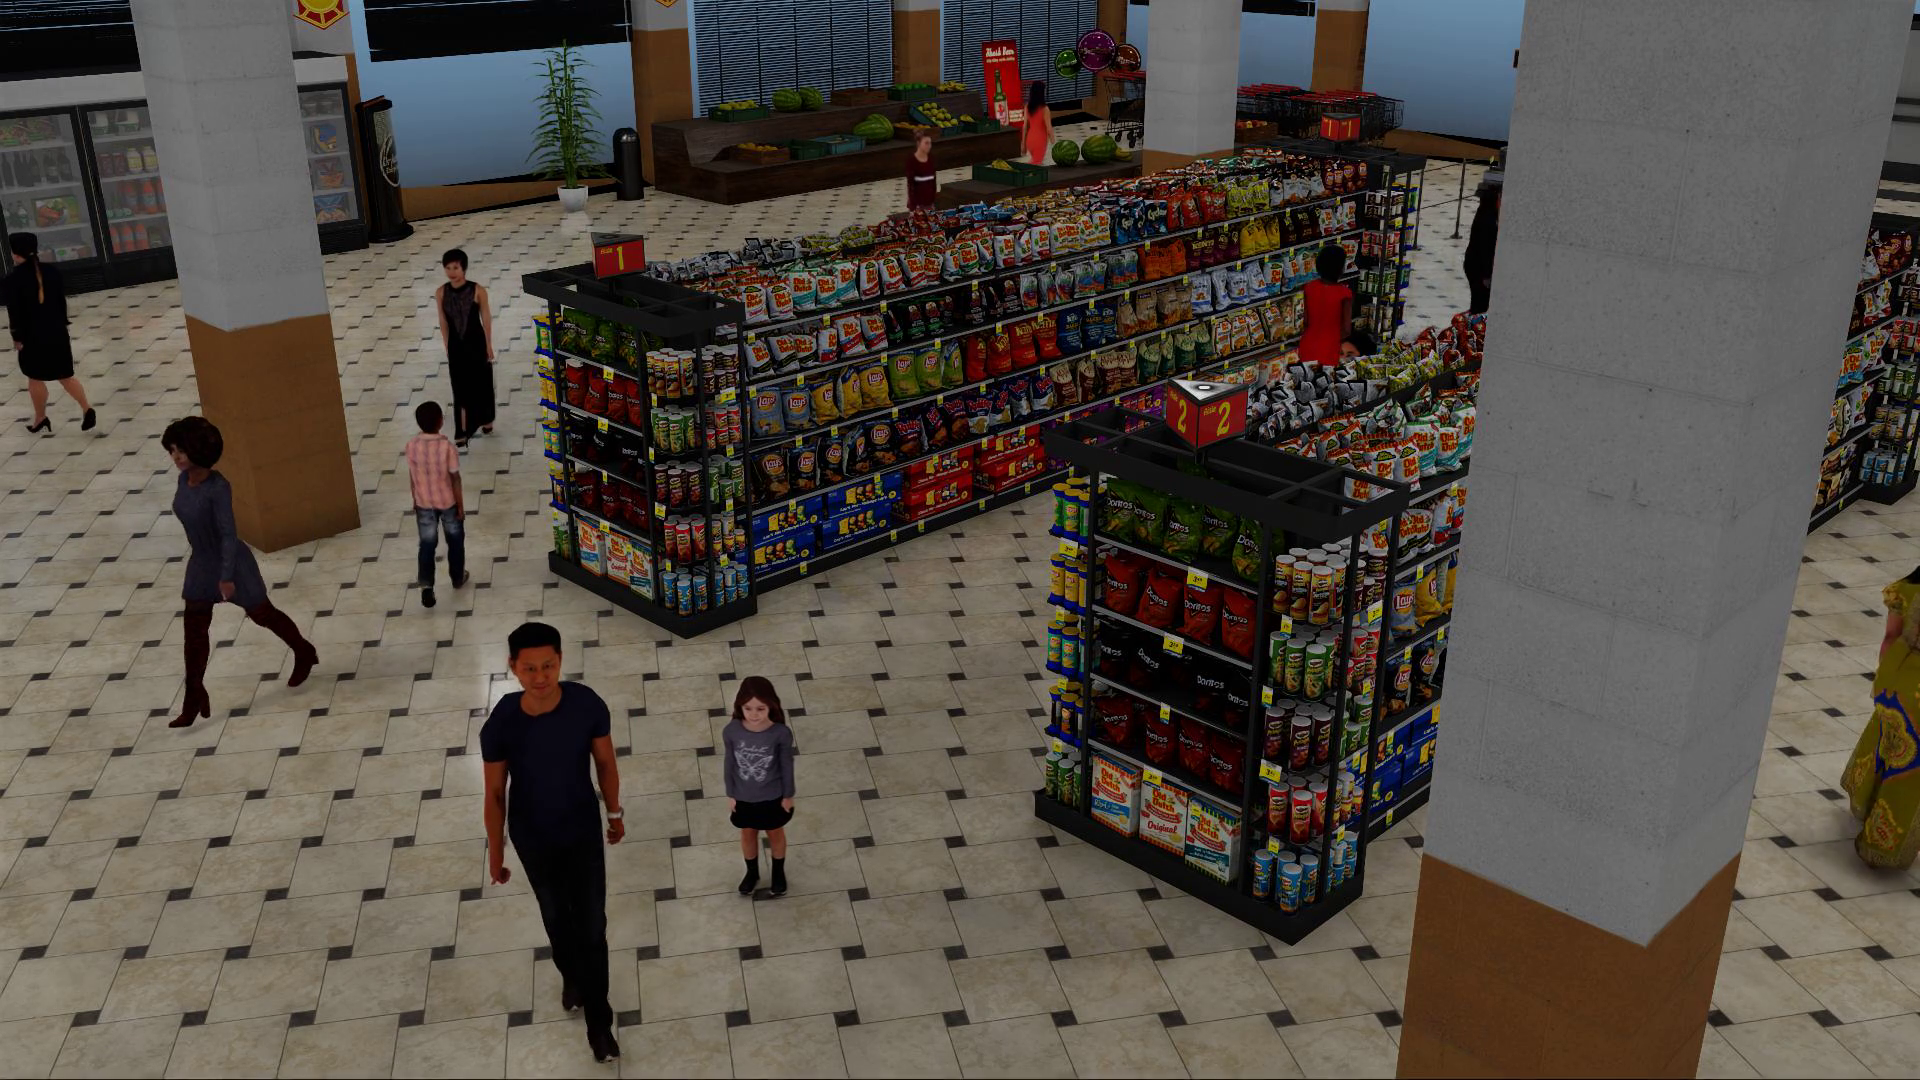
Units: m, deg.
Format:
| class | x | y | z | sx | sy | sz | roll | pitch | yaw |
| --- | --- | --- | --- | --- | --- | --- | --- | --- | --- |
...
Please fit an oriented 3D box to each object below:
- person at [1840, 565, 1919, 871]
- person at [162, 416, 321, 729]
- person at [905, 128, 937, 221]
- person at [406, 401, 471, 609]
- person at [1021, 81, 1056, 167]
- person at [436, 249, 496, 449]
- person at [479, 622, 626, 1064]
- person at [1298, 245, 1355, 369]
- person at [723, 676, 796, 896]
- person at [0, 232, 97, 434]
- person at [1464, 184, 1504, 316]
| class | x | y | z | sx | sy | sz | roll | pitch | yaw |
| --- | --- | --- | --- | --- | --- | --- | --- | --- | --- |
| person | 4.320 | 0.739 | 7.556 | 0.965 | 1.644 | 0.955 | -9 | 24 | -21 |
| person | -3.903 | 0.145 | 9.005 | 0.765 | 1.665 | 1.163 | 13 | 25 | 29 |
| person | -0.491 | -3.723 | 18.727 | 0.656 | 1.595 | 0.674 | -20 | 29 | -40 |
| person | -3.305 | -0.227 | 10.429 | 0.846 | 1.295 | 0.872 | -1 | 22 | -3 |
| person | 0.983 | -5.324 | 22.593 | 0.601 | 1.682 | 0.984 | 20 | 29 | 40 |
| person | -3.908 | -1.541 | 13.348 | 1.030 | 1.557 | 1.065 | -1 | 22 | -3 |
| person | -1.576 | 1.092 | 6.511 | 1.001 | 1.768 | 1.003 | -5 | 22 | -12 |
| person | 2.707 | -1.354 | 12.645 | 0.633 | 1.733 | 0.648 | 13 | 25 | 29 |
| person | -0.892 | 1.087 | 7.415 | 0.537 | 1.103 | 0.588 | 2 | 22 | 4 |
| person | -7.382 | -1.642 | 13.466 | 0.958 | 1.656 | 0.962 | 9 | 24 | 22 |
| person | 4.927 | -2.603 | 15.920 | 0.830 | 1.608 | 0.711 | 8 | 23 | 20 |
